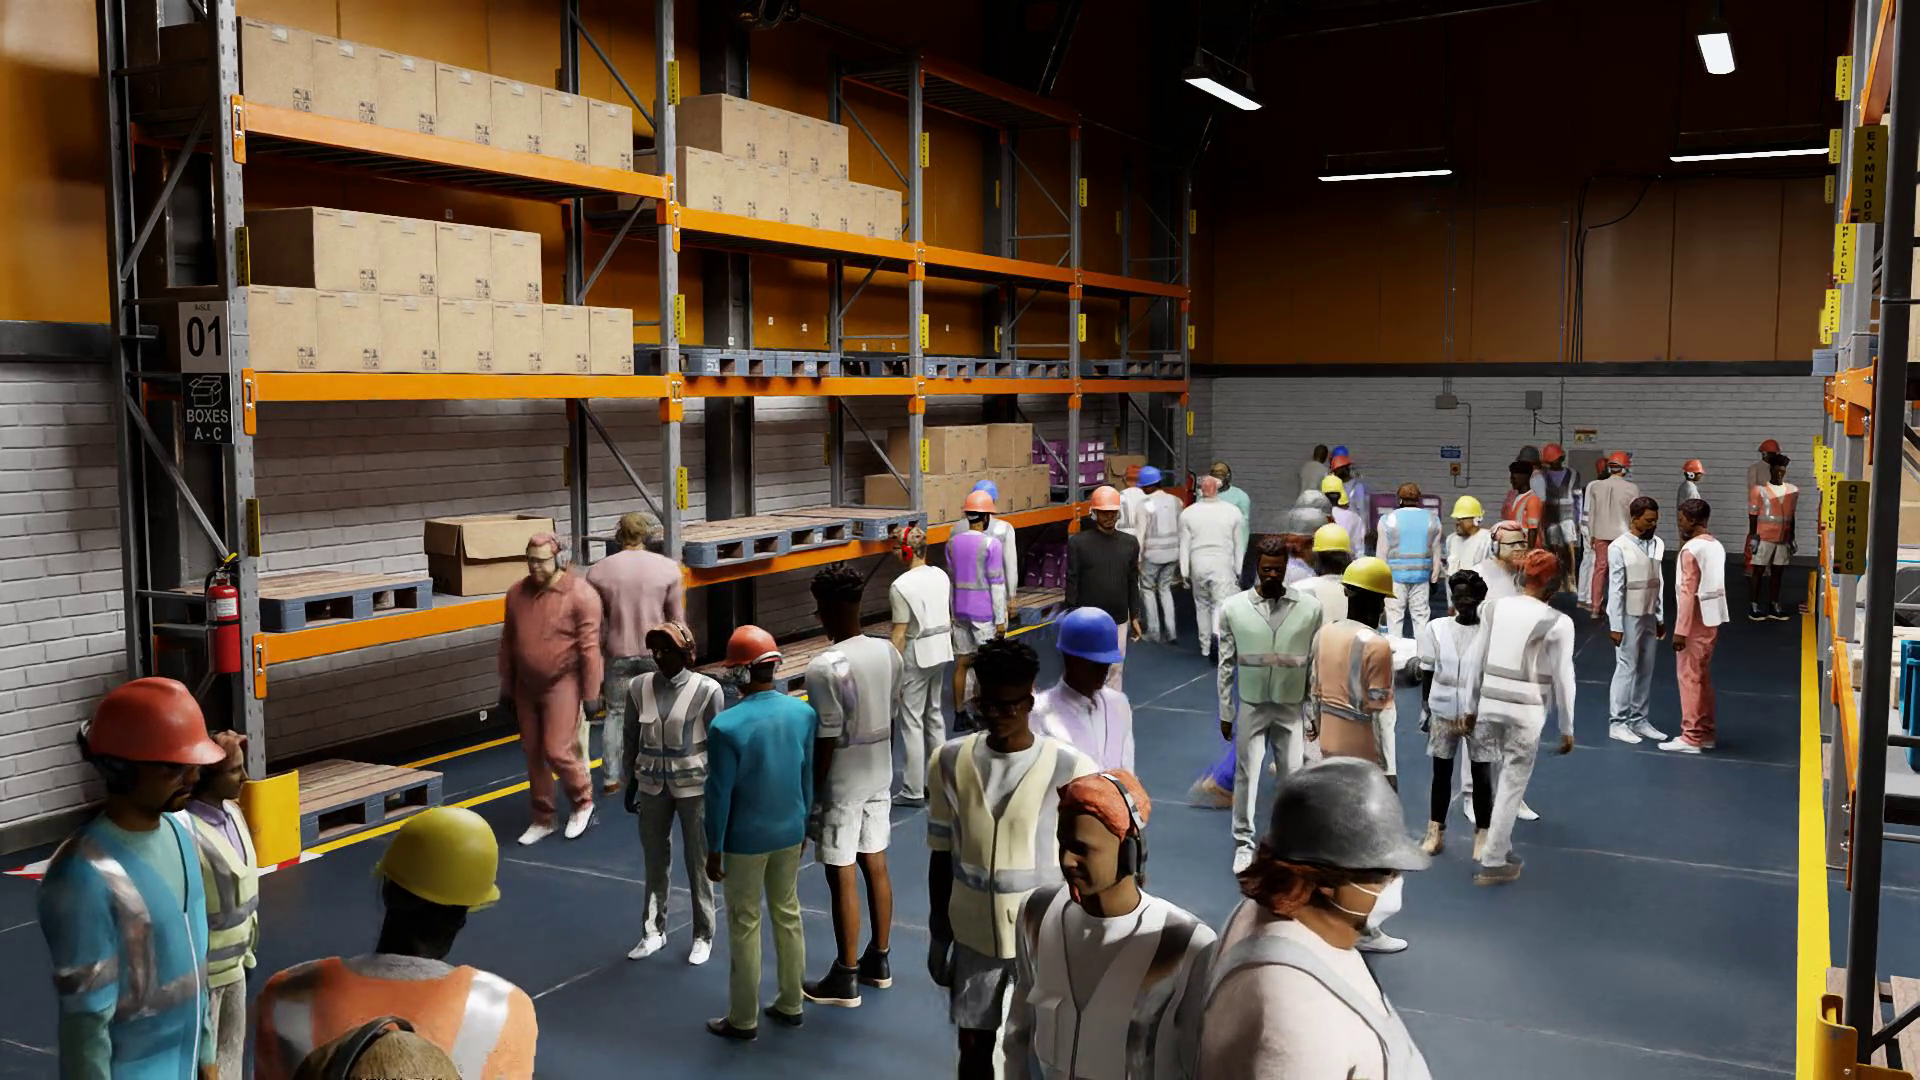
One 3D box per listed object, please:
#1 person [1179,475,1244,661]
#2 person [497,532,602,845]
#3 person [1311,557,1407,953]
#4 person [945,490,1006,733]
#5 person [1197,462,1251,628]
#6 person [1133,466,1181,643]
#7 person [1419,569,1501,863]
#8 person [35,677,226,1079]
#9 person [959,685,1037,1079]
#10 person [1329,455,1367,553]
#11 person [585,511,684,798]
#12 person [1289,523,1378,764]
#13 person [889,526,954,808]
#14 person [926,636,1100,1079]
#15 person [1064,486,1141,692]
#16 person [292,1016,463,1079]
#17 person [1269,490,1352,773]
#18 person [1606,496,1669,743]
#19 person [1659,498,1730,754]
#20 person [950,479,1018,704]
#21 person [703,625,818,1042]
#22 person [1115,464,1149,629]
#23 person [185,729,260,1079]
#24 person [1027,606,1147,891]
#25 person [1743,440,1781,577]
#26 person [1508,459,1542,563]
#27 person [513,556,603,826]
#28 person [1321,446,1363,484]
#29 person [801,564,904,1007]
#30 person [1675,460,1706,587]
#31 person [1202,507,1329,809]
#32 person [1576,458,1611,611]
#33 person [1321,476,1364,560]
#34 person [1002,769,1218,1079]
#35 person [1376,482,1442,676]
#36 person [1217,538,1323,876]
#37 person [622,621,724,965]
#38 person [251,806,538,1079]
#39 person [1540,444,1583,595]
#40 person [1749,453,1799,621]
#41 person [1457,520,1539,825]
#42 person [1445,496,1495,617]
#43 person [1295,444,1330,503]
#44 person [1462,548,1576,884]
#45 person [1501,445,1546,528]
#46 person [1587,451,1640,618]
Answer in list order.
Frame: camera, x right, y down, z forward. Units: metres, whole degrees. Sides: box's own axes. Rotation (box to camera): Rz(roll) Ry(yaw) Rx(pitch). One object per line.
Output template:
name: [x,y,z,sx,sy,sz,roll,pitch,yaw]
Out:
person: [2.495,0.286,16.537,0.643,1.868,0.782,1,5,10]
person: [-2.466,0.889,9.929,0.648,1.891,0.422,2,6,23]
person: [1.953,1.039,8.145,0.379,1.919,0.586,-2,6,-21]
person: [0.139,0.574,13.104,0.550,1.929,0.389,5,7,42]
person: [2.851,0.112,18.080,0.630,1.932,0.372,3,6,33]
person: [2.084,0.161,17.640,0.653,1.902,0.451,-3,6,-31]
person: [2.917,1.011,9.631,0.532,1.697,0.319,3,6,30]
person: [-2.041,1.352,4.209,0.413,2.031,0.608,0,5,0]
person: [0.157,1.308,6.359,0.452,1.706,0.613,-3,6,-26]
person: [5.029,-0.157,21.294,0.893,1.878,0.577,-4,6,-35]
person: [-2.163,0.770,11.059,0.645,1.924,0.451,0,5,-5]
person: [2.299,0.853,10.221,0.588,1.908,0.732,-1,5,-13]
person: [-0.255,0.829,10.853,0.401,1.835,0.563,4,6,34]
person: [0.167,1.274,5.429,0.604,1.956,0.376,2,6,21]
person: [1.090,0.584,12.632,0.609,1.996,0.383,-2,6,-16]
person: [-0.802,1.583,2.242,0.362,1.933,0.631,2,6,25]
person: [2.401,0.665,11.518,0.537,2.000,0.683,-2,6,-17]
person: [5.215,0.611,12.846,0.598,1.906,0.414,-4,6,-34]
person: [5.557,0.642,12.498,0.386,1.904,0.603,5,7,43]
person: [0.211,0.451,14.329,0.613,1.947,0.404,2,6,21]
person: [-0.862,1.229,7.054,0.354,1.741,0.567,5,7,43]
person: [1.926,0.069,18.930,0.620,1.858,0.647,-2,6,-21]
person: [-2.467,1.431,5.475,0.314,1.631,0.519,0,5,-5]
person: [0.408,1.199,6.422,0.546,1.926,0.608,5,7,43]
person: [11.524,-0.446,23.810,0.617,1.985,0.411,-3,6,-26]
person: [6.069,0.109,17.951,0.370,1.957,0.605,0,5,2]
person: [-2.487,0.929,10.297,0.573,1.738,0.354,-3,6,-30]
person: [5.118,-0.295,22.356,0.615,1.942,0.408,-1,5,-12]
person: [-0.501,1.085,7.436,0.371,1.959,0.602,3,6,32]
person: [9.843,-0.202,22.401,0.339,1.746,0.579,1,5,13]
person: [2.082,0.742,10.697,1.026,2.000,0.675,1,5,11]
person: [7.792,-0.070,20.340,0.366,1.877,0.581,0,5,2]
person: [3.549,0.326,16.043,0.595,1.874,0.991,-1,5,-8]
person: [0.341,1.455,3.851,0.583,1.882,0.337,4,7,39]
person: [4.225,0.371,15.744,0.634,1.842,0.429,0,5,-4]
person: [1.738,0.934,9.355,0.584,1.911,0.391,0,5,1]
person: [-1.361,1.197,7.927,0.522,1.638,0.309,1,5,14]
person: [-1.194,1.502,3.468,0.615,1.874,0.944,-1,5,-11]
person: [7.817,-0.261,21.745,0.644,1.994,0.609,1,5,15]
person: [9.509,-0.034,19.447,0.607,1.963,0.373,-1,5,-9]
person: [3.431,0.828,10.472,0.639,1.910,0.406,-2,6,-18]
person: [4.438,0.519,14.371,0.509,1.805,0.595,-3,6,-29]
person: [5.128,-0.468,24.529,0.797,1.899,0.680,-4,7,-36]
person: [3.109,0.973,9.170,0.596,1.855,0.606,-3,6,-31]
person: [7.284,-0.248,21.351,0.870,2.000,0.687,1,5,11]
person: [7.679,-0.049,19.516,0.620,1.986,0.408,5,7,44]
